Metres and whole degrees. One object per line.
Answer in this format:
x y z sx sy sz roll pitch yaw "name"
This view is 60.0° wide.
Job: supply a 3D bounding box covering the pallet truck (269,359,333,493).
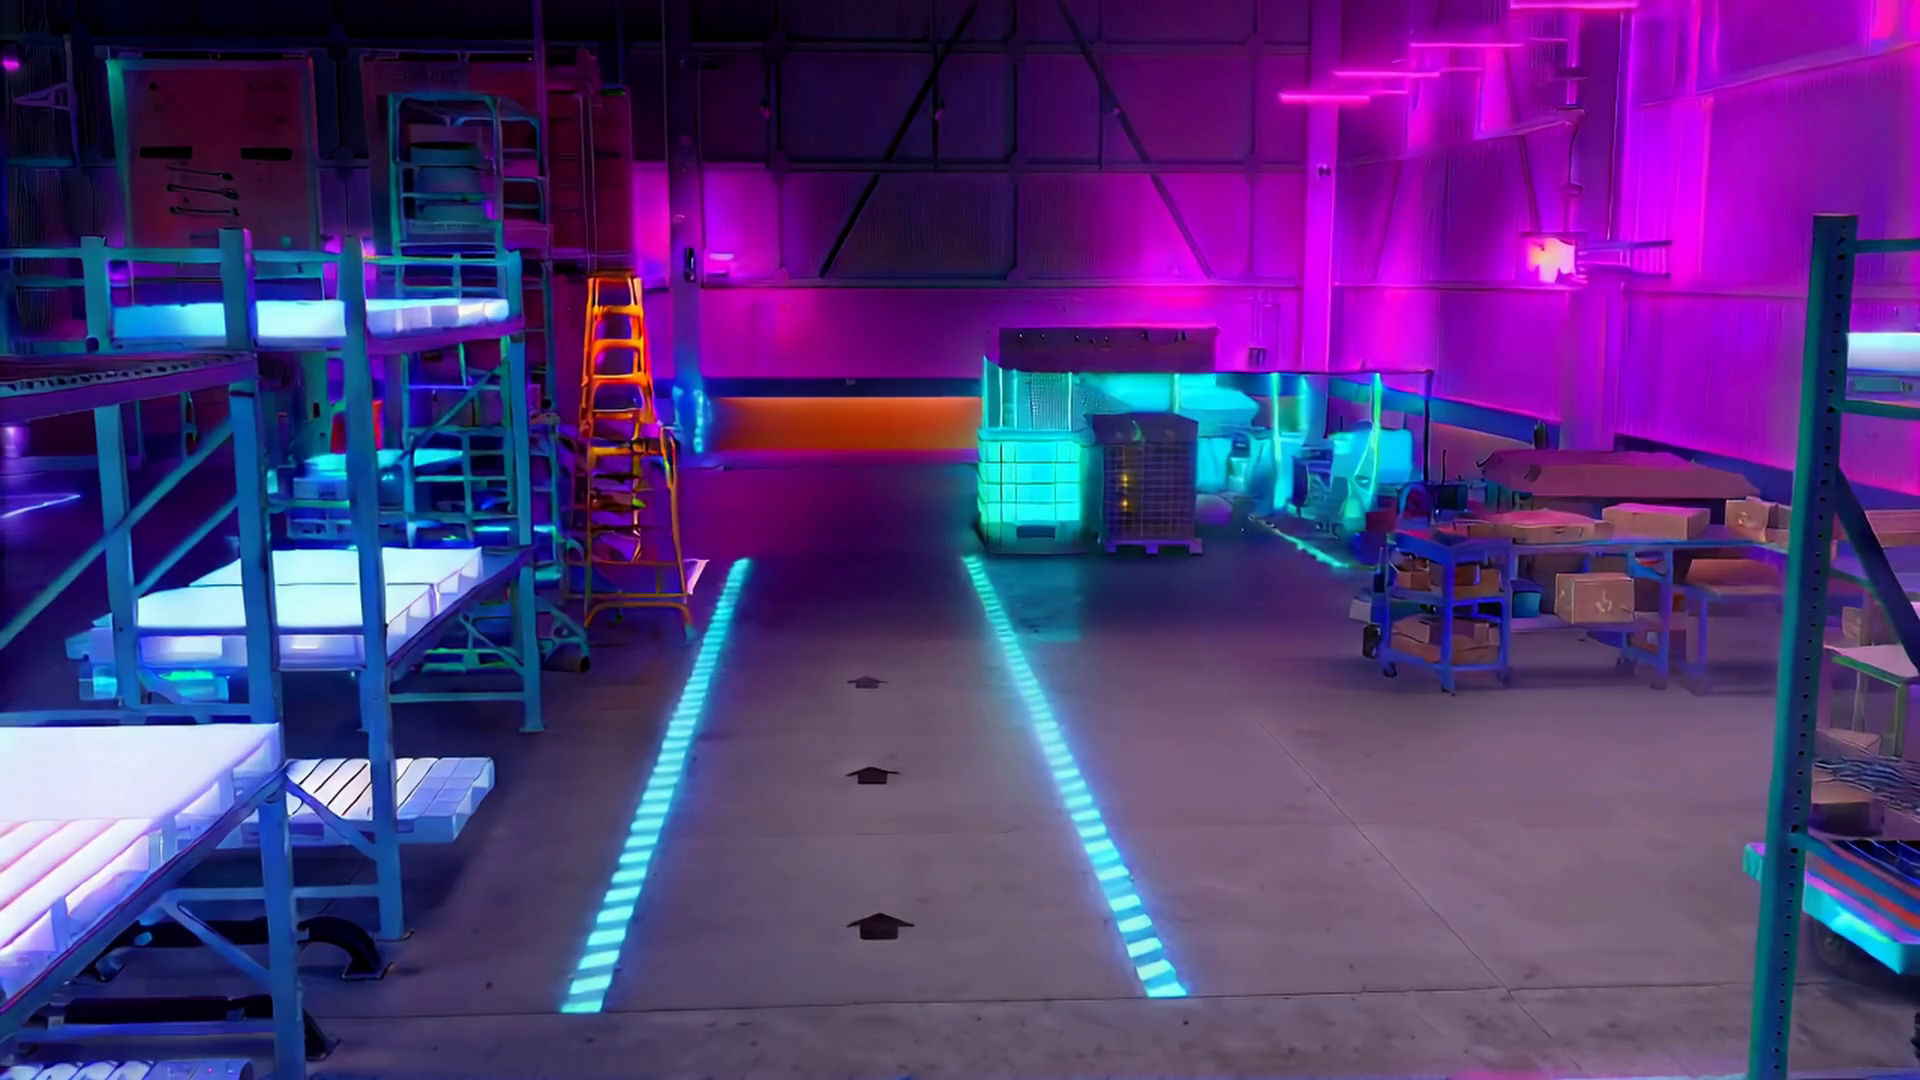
-7.062 -1.131 18.996 1.885 1.965 0.823 2 9 13 "pallet truck"
